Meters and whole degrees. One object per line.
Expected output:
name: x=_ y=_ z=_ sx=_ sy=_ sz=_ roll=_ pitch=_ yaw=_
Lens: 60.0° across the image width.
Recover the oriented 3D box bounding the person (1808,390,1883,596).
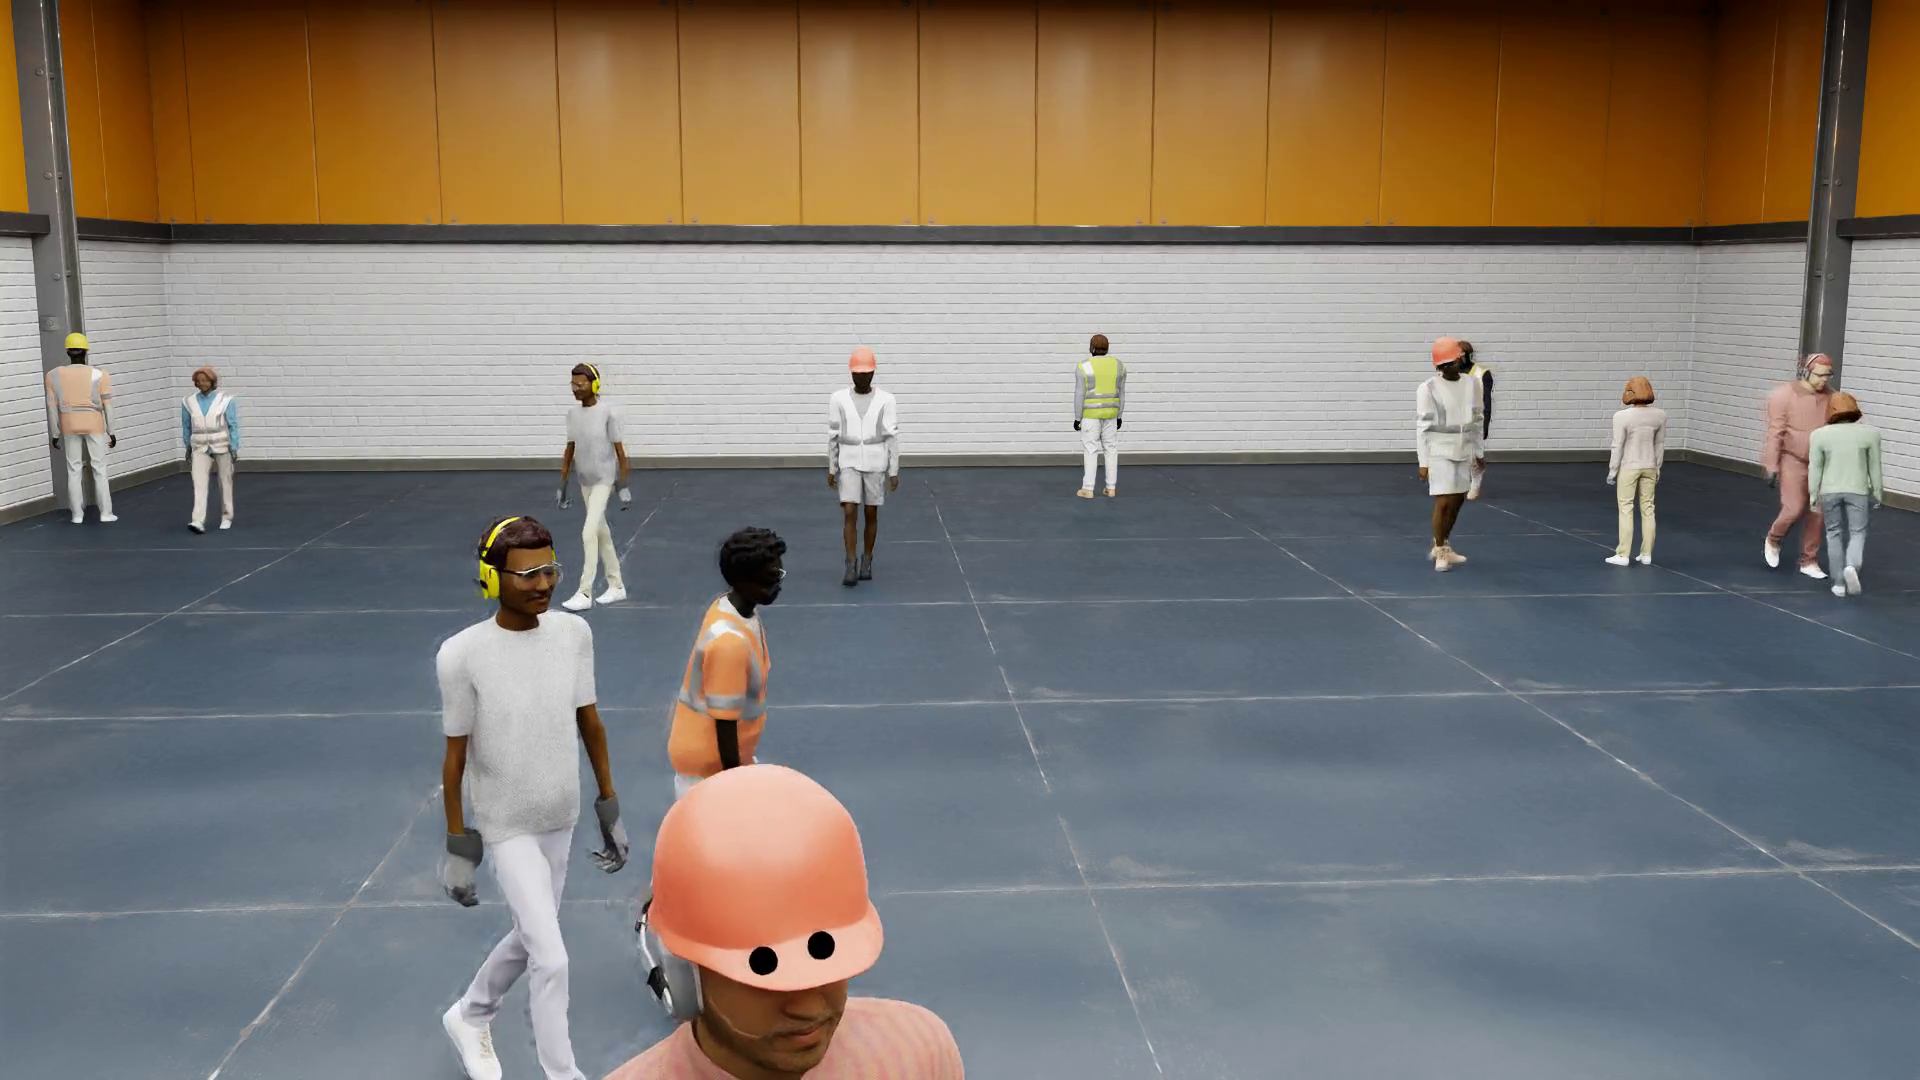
person: x=6.819 y=-0.344 z=12.833 sx=0.538 sy=1.607 sz=0.555 roll=5 pitch=10 yaw=28

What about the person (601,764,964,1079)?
person: x=-0.193 y=1.219 z=1.902 sx=0.646 sy=1.970 sz=0.604 roll=-6 pitch=11 yaw=-34

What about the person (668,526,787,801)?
person: x=-0.826 y=0.763 z=5.765 sx=0.506 sy=1.652 sz=0.559 roll=0 pitch=9 yaw=1

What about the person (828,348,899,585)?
person: x=-0.778 y=-0.573 z=13.370 sx=0.578 sy=1.905 sz=0.856 roll=0 pitch=9 yaw=-3

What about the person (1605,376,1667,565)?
person: x=5.826 y=-0.592 z=14.345 sx=0.497 sy=1.635 sz=0.286 roll=-2 pitch=9 yaw=-11

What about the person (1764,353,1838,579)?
person: x=6.962 y=-0.617 z=13.754 sx=0.672 sy=1.873 sz=0.506 roll=-1 pitch=9 yaw=-5

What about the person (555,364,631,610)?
person: x=-2.818 y=-0.393 z=12.453 sx=0.552 sy=1.833 sz=0.850 roll=6 pitch=11 yaw=31

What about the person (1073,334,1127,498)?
person: x=1.555 y=-1.392 z=18.726 sx=0.625 sy=1.844 sz=0.429 roll=-3 pitch=10 yaw=-21

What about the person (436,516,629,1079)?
person: x=-1.288 y=0.815 z=4.894 sx=0.920 sy=1.837 sz=0.525 roll=8 pitch=12 yaw=39

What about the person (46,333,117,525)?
person: x=-8.813 y=-1.114 z=16.719 sx=0.594 sy=1.922 sz=0.386 roll=-3 pitch=10 yaw=-20

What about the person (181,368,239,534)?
person: x=-7.255 y=-0.853 z=16.075 sx=0.541 sy=1.591 sz=0.831 roll=-1 pitch=9 yaw=-9

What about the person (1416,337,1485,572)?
person: x=4.126 y=-0.728 z=14.112 sx=0.696 sy=1.989 sz=0.642 roll=-3 pitch=10 yaw=-19

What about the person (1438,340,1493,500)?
person: x=5.518 y=-1.290 z=18.207 sx=0.626 sy=1.808 sz=0.928 roll=6 pitch=11 yaw=33
